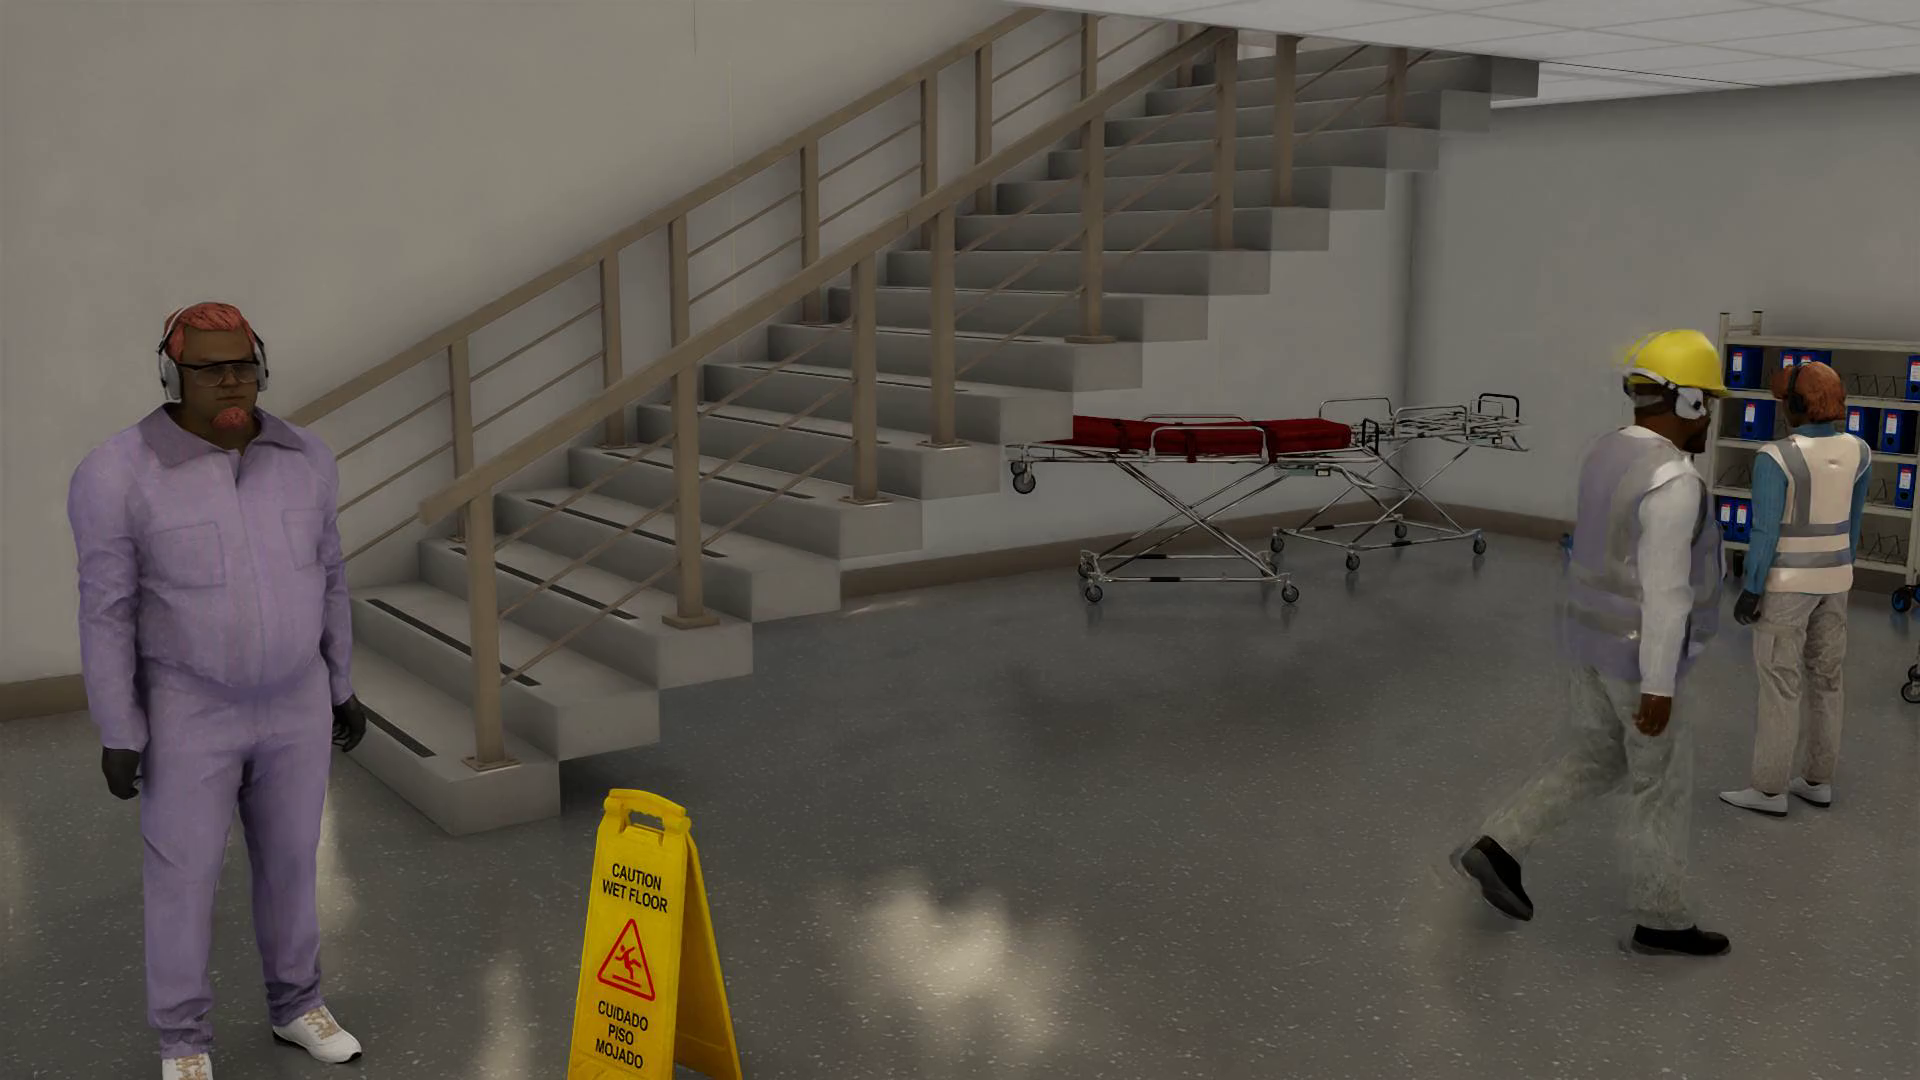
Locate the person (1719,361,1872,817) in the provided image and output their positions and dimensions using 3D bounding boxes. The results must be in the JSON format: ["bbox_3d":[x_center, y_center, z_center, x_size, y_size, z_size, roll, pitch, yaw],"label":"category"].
[{"bbox_3d":[3.013,0.179,5.972,0.511,1.639,0.308,-4,11,-23],"label":"person"}]

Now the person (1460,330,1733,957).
[{"bbox_3d":[1.868,0.307,4.766,0.695,1.815,0.614,0,10,2],"label":"person"}]

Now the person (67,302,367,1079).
[{"bbox_3d":[-1.723,0.392,3.972,0.402,1.906,0.652,8,13,40],"label":"person"}]
